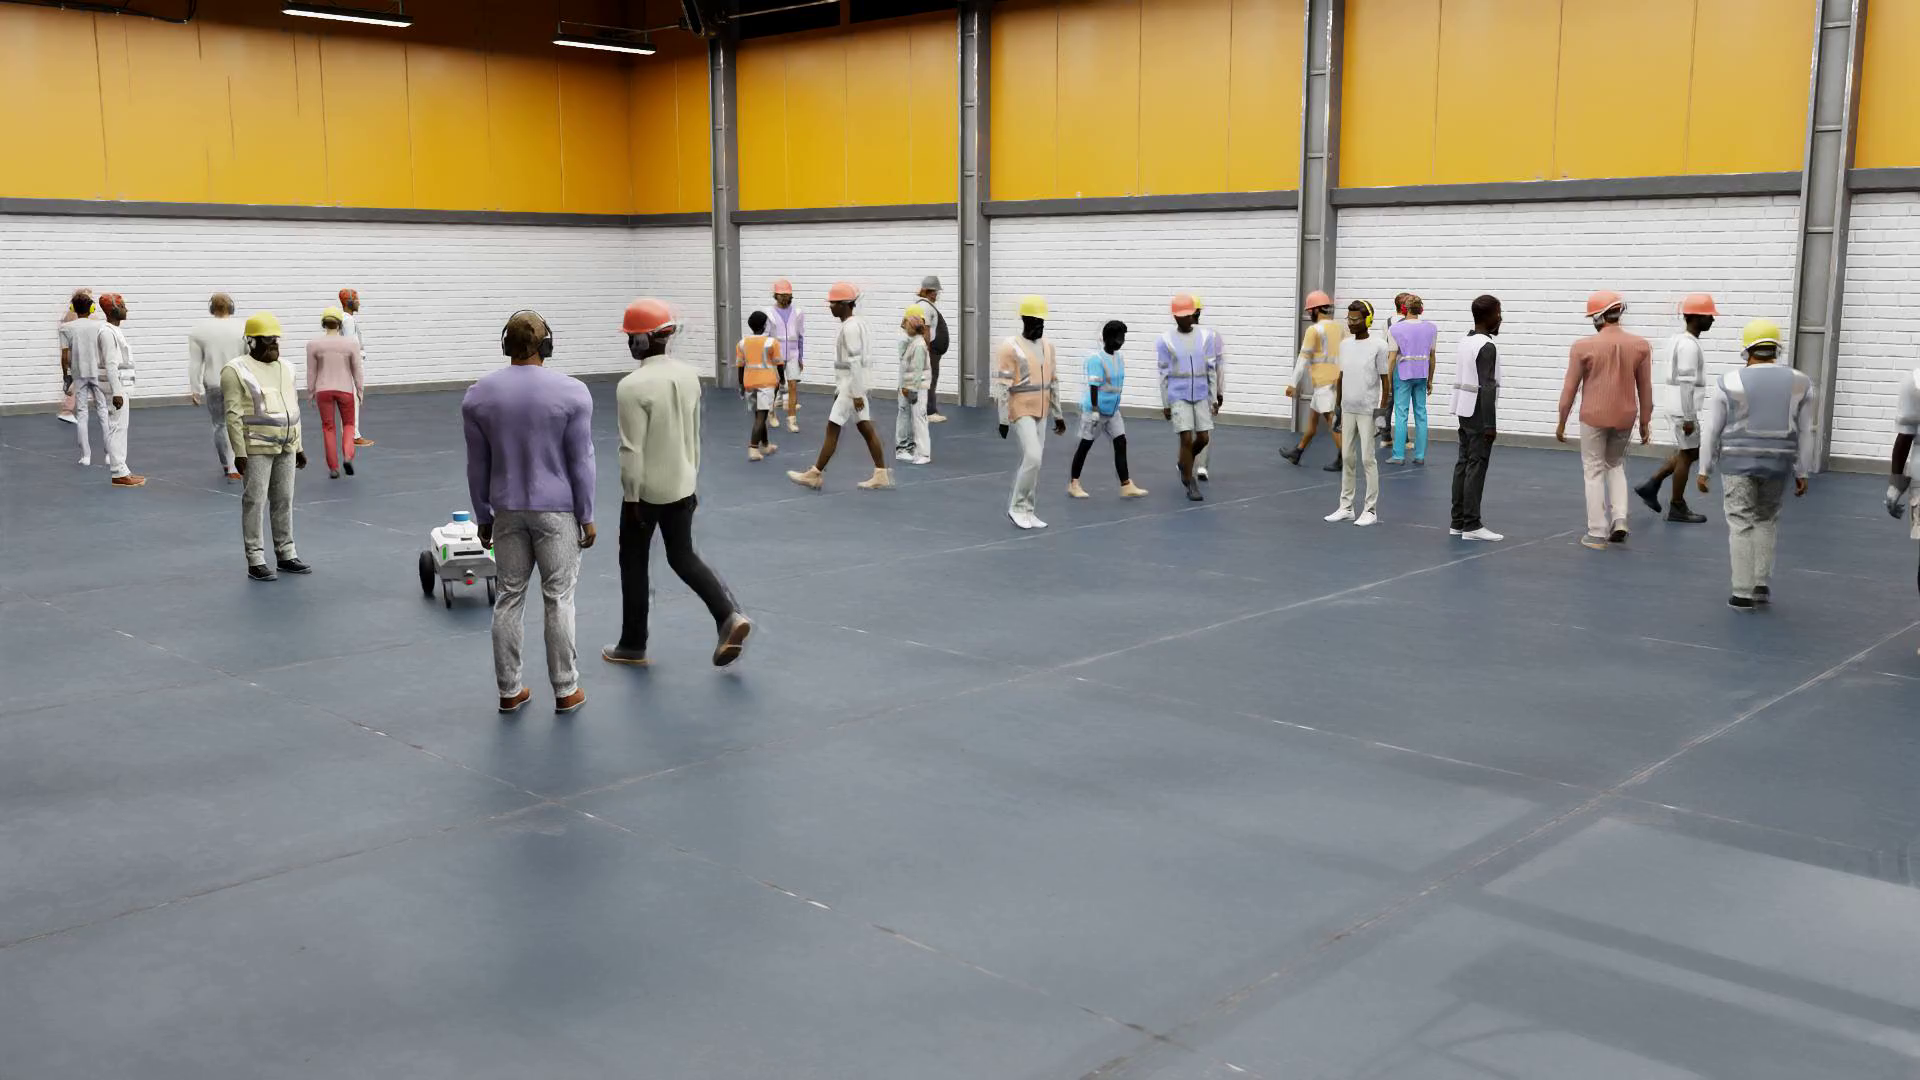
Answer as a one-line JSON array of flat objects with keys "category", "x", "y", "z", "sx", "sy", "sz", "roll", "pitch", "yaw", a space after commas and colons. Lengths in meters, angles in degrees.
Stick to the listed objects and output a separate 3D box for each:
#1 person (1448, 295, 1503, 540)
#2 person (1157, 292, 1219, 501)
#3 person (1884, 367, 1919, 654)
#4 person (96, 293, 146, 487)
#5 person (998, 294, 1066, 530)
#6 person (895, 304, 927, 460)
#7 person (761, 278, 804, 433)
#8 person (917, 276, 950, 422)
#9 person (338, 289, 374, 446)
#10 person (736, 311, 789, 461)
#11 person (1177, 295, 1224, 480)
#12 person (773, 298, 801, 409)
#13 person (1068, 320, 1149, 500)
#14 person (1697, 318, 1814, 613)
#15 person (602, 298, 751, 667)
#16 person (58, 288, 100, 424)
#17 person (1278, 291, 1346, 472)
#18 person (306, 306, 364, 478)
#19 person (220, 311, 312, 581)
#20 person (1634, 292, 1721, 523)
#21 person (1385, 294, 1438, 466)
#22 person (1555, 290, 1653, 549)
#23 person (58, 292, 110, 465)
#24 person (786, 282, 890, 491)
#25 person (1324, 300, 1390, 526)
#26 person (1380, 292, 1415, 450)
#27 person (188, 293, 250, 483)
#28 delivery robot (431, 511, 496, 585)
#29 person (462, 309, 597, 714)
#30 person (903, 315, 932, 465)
[{"category": "person", "x": 4.058, "y": -0.959, "z": 13.064, "sx": 0.384, "sy": 1.918, "sz": 0.596, "roll": 0, "pitch": 9, "yaw": -3}, {"category": "person", "x": 2.082, "y": -1.327, "z": 15.353, "sx": 0.586, "sy": 1.908, "sz": 0.624, "roll": -2, "pitch": 9, "yaw": -9}, {"category": "person", "x": 5.422, "y": -0.321, "z": 9.067, "sx": 0.635, "sy": 1.946, "sz": 0.431, "roll": 5, "pitch": 11, "yaw": 30}, {"category": "person", "x": -8.207, "y": -1.457, "z": 16.229, "sx": 0.350, "sy": 1.883, "sz": 0.583, "roll": -4, "pitch": 10, "yaw": -21}, {"category": "person", "x": 0.605, "y": -1.032, "z": 13.544, "sx": 0.471, "sy": 1.913, "sz": 0.595, "roll": 8, "pitch": 12, "yaw": 40}, {"category": "person", "x": -0.521, "y": -1.755, "z": 18.517, "sx": 0.339, "sy": 1.733, "sz": 0.480, "roll": 4, "pitch": 10, "yaw": 24}, {"category": "person", "x": -2.343, "y": -2.423, "z": 21.798, "sx": 0.621, "sy": 2.008, "sz": 0.994, "roll": -4, "pitch": 10, "yaw": -21}, {"category": "person", "x": -0.402, "y": -2.671, "z": 23.190, "sx": 0.534, "sy": 2.000, "sz": 0.745, "roll": 0, "pitch": 9, "yaw": -1}, {"category": "person", "x": -7.286, "y": -2.058, "z": 19.905, "sx": 0.342, "sy": 1.883, "sz": 0.587, "roll": -6, "pitch": 11, "yaw": -32}, {"category": "person", "x": -2.208, "y": -1.723, "z": 18.560, "sx": 0.537, "sy": 1.656, "sz": 0.842, "roll": 5, "pitch": 10, "yaw": 27}, {"category": "person", "x": 2.392, "y": -1.558, "z": 16.947, "sx": 0.615, "sy": 1.867, "sz": 1.045, "roll": 0, "pitch": 9, "yaw": -1}, {"category": "person", "x": -2.660, "y": -2.897, "z": 25.185, "sx": 0.429, "sy": 1.842, "sz": 0.635, "roll": -7, "pitch": 12, "yaw": -38}, {"category": "person", "x": 1.366, "y": -1.181, "z": 15.221, "sx": 0.835, "sy": 1.640, "sz": 0.615, "roll": 7, "pitch": 12, "yaw": 37}, {"category": "person", "x": 4.918, "y": -0.467, "z": 10.360, "sx": 0.617, "sy": 1.810, "sz": 0.592, "roll": 1, "pitch": 9, "yaw": 7}, {"category": "person", "x": -1.533, "y": -0.280, "z": 8.731, "sx": 0.840, "sy": 1.972, "sz": 0.625, "roll": 6, "pitch": 11, "yaw": 32}, {"category": "person", "x": -12.054, "y": -2.537, "z": 22.956, "sx": 0.651, "sy": 1.861, "sz": 1.014, "roll": 7, "pitch": 11, "yaw": 35}, {"category": "person", "x": 3.762, "y": -1.671, "z": 17.551, "sx": 0.576, "sy": 1.871, "sz": 1.004, "roll": -9, "pitch": 13, "yaw": -43}, {"category": "person", "x": -6.329, "y": -1.496, "z": 16.864, "sx": 0.545, "sy": 1.746, "sz": 0.385, "roll": -3, "pitch": 10, "yaw": -18}, {"category": "person", "x": -4.739, "y": -0.647, "z": 11.410, "sx": 0.404, "sy": 1.835, "sz": 0.590, "roll": 4, "pitch": 10, "yaw": 26}, {"category": "person", "x": 6.034, "y": -1.098, "z": 13.898, "sx": 0.507, "sy": 1.924, "sz": 0.560, "roll": 3, "pitch": 10, "yaw": 20}, {"category": "person", "x": 4.856, "y": -1.717, "z": 17.932, "sx": 0.566, "sy": 1.847, "sz": 0.390, "roll": -2, "pitch": 9, "yaw": -12}, {"category": "person", "x": 4.908, "y": -0.915, "z": 12.657, "sx": 0.648, "sy": 1.962, "sz": 0.462, "roll": -1, "pitch": 9, "yaw": -3}, {"category": "person", "x": -9.436, "y": -1.740, "z": 17.999, "sx": 0.515, "sy": 1.872, "sz": 0.333, "roll": -4, "pitch": 10, "yaw": -23}, {"category": "person", "x": -1.149, "y": -1.452, "z": 15.857, "sx": 1.042, "sy": 1.985, "sz": 0.629, "roll": 0, "pitch": 9, "yaw": 0}, {"category": "person", "x": 3.308, "y": -1.049, "z": 13.783, "sx": 0.309, "sy": 1.864, "sz": 0.535, "roll": -7, "pitch": 12, "yaw": -38}, {"category": "person", "x": 5.166, "y": -1.981, "z": 19.553, "sx": 0.328, "sy": 1.844, "sz": 0.511, "roll": -6, "pitch": 11, "yaw": -32}, {"category": "person", "x": -7.357, "y": -1.532, "z": 16.715, "sx": 0.641, "sy": 1.875, "sz": 1.050, "roll": -2, "pitch": 10, "yaw": -14}, {"category": "delivery robot", "x": -3.201, "y": 0.059, "z": 10.705, "sx": 0.477, "sy": 0.478, "sz": 0.707, "roll": -4, "pitch": 10, "yaw": -22}, {"category": "person", "x": -2.034, "y": -0.123, "z": 7.924, "sx": 0.622, "sy": 1.932, "sz": 0.368, "roll": 1, "pitch": 9, "yaw": 7}, {"category": "person", "x": -0.467, "y": -1.641, "z": 18.182, "sx": 0.323, "sy": 1.616, "sz": 0.608, "roll": -1, "pitch": 9, "yaw": -5}]
